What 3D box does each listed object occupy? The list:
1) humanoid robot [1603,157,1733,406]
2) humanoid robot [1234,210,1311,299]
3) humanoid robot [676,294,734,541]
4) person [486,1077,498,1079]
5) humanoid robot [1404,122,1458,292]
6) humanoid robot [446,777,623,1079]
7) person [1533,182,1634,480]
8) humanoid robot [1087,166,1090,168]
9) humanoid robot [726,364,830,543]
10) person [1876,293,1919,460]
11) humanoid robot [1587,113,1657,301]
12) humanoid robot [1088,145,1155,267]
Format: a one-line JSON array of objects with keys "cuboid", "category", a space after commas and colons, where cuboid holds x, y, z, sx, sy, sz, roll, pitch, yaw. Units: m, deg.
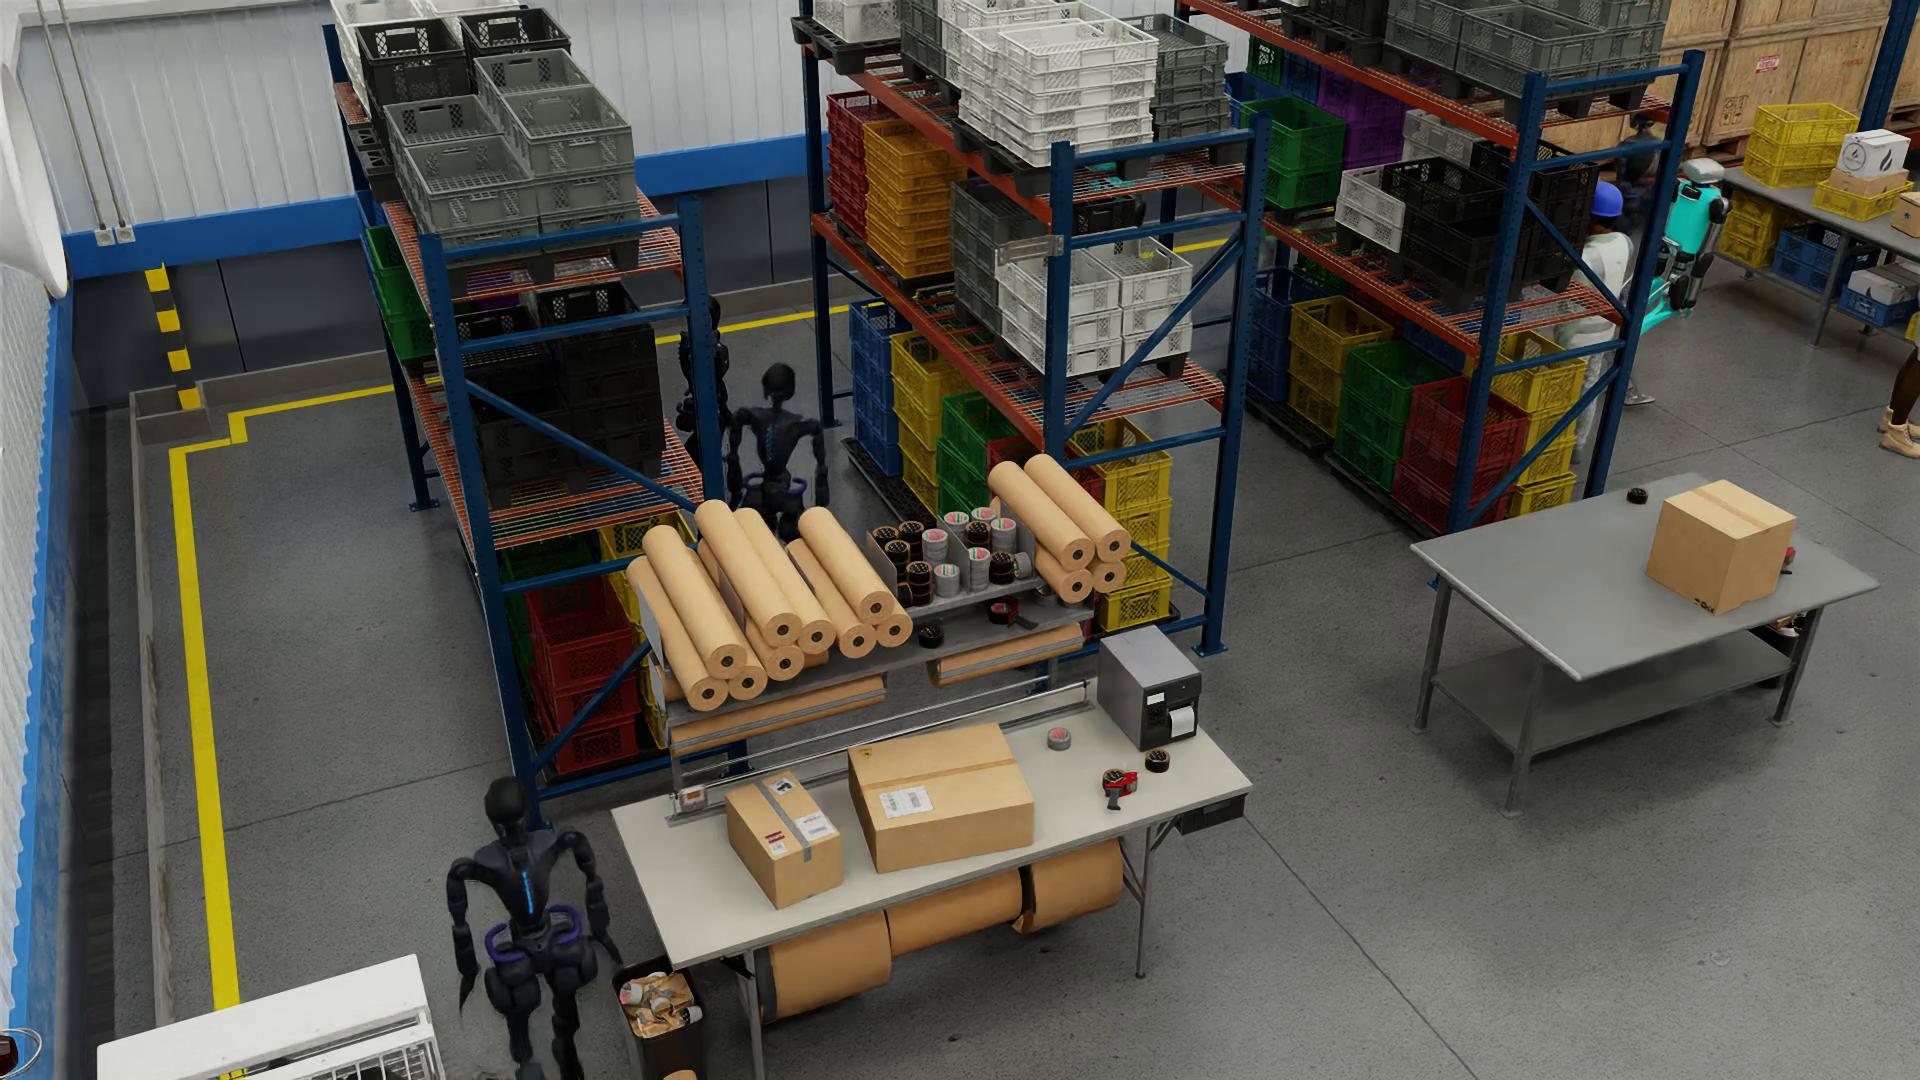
[{"cuboid": [4.663, -1.724, 11.272, 0.739, 1.693, 0.531, -10, 33, -16], "category": "humanoid robot"}, {"cuboid": [2.471, -2.545, 12.682, 0.937, 1.726, 0.545, 10, 33, 16], "category": "humanoid robot"}, {"cuboid": [-1.465, -0.666, 9.694, 0.315, 1.657, 0.599, 4, 32, 6], "category": "humanoid robot"}, {"cuboid": [-1.310, 2.165, 4.868, 0.629, 1.939, 0.658, -12, 34, -19], "category": "person"}, {"cuboid": [3.474, -2.297, 12.394, 0.761, 1.629, 0.607, 13, 34, 20], "category": "humanoid robot"}, {"cuboid": [-1.553, 1.553, 6.141, 0.616, 1.644, 0.683, -15, 35, -23], "category": "humanoid robot"}, {"cuboid": [3.906, -1.305, 10.488, 0.603, 1.949, 0.395, -26, 40, -36], "category": "person"}, {"cuboid": [0.580, -2.212, 12.169, 0.679, 1.813, 0.539, -19, 36, -28], "category": "humanoid robot"}, {"cuboid": [-0.993, -0.196, 8.989, 0.611, 1.644, 0.546, 8, 32, 12], "category": "humanoid robot"}, {"cuboid": [6.398, -1.514, 10.740, 0.379, 2.041, 0.614, 14, 34, 22], "category": "person"}, {"cuboid": [5.095, -2.557, 12.774, 0.370, 1.646, 0.597, 24, 39, 34], "category": "humanoid robot"}, {"cuboid": [0.987, -2.103, 11.956, 0.542, 1.754, 0.723, 19, 37, 28], "category": "humanoid robot"}]
